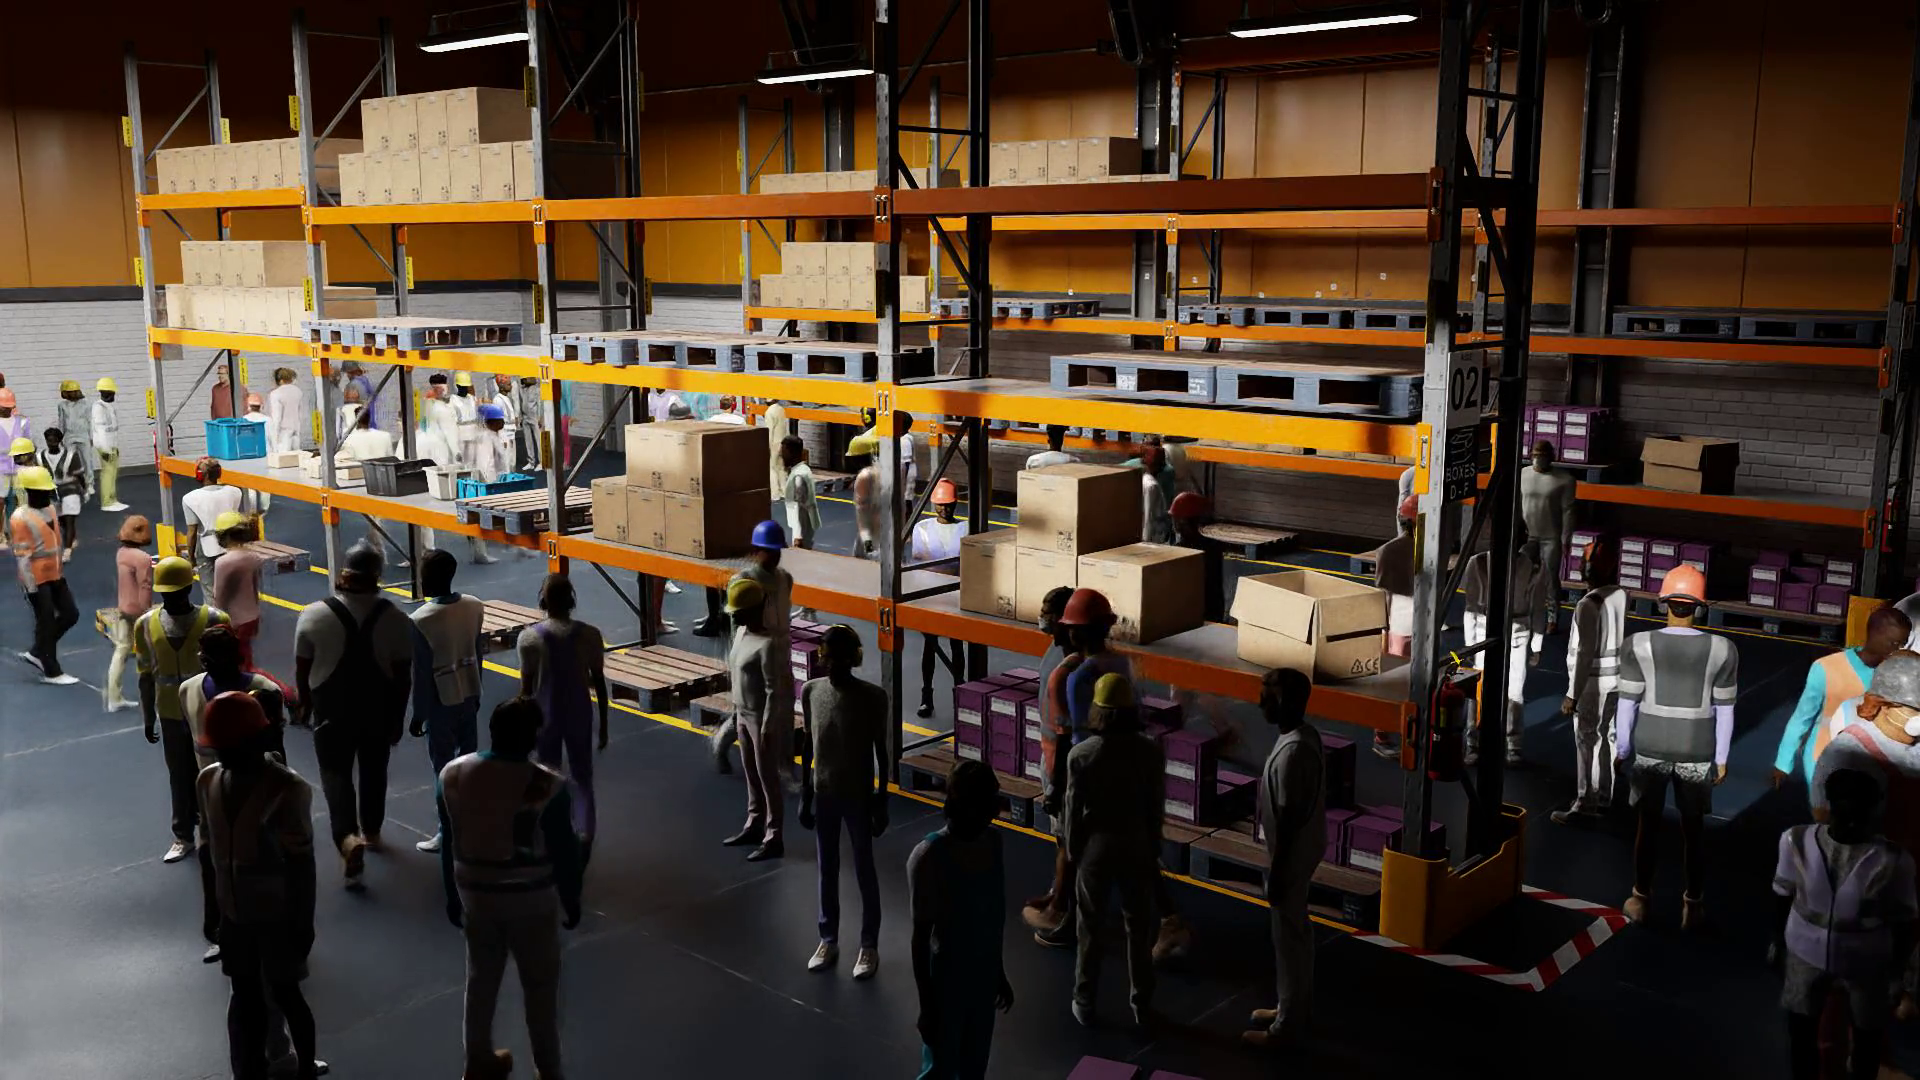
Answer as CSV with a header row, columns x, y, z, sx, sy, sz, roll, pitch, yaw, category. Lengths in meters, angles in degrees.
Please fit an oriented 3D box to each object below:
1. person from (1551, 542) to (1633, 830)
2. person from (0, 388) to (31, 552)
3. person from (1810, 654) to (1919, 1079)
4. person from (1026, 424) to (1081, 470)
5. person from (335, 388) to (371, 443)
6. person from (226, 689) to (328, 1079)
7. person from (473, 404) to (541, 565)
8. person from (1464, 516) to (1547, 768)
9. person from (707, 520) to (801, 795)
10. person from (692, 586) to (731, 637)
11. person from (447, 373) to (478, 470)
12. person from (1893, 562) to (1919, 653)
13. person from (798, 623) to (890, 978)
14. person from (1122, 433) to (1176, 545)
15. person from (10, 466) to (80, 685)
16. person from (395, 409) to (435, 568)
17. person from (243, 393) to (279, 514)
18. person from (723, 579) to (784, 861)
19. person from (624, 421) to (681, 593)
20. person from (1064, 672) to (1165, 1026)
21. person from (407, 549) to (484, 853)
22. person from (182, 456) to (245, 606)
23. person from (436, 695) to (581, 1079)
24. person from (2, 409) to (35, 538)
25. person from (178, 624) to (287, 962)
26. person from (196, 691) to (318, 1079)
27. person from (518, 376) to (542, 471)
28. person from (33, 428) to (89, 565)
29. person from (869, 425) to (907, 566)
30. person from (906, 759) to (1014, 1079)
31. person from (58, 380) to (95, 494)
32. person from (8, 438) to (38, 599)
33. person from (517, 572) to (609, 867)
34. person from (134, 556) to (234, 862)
x,y,z,sx,sy,sz,roll,pitch,yaw,category
4.115,0.942,10.813,0.573,1.883,0.354,-9,14,-43,person
-11.810,-0.876,20.663,0.391,2.034,0.605,8,13,39,person
4.063,1.488,7.277,0.688,2.000,0.536,-5,11,-27,person
0.990,-0.281,17.531,0.598,1.958,0.370,1,10,7,person
-9.297,-1.528,25.540,0.526,1.606,0.805,-3,11,-17,person
-3.092,1.564,7.367,0.331,1.861,0.511,2,10,9,person
-5.398,-0.646,19.674,0.888,1.914,0.645,0,10,2,person
3.941,0.728,12.064,0.568,1.877,0.351,2,10,9,person
-1.419,0.796,11.541,0.778,1.923,0.609,9,13,42,person
-2.404,-0.024,16.177,0.393,1.923,0.551,5,11,26,person
-7.336,-1.520,24.623,0.380,1.919,0.594,6,11,29,person
6.543,0.930,11.255,0.560,1.748,0.330,-4,11,-24,person
-0.606,1.339,8.635,0.512,1.862,0.329,4,11,20,person
1.867,-0.141,16.881,0.648,1.914,0.484,-2,10,-13,person
-7.866,0.311,14.275,0.421,1.914,0.610,0,10,1,person
-6.376,-0.584,19.371,0.403,1.906,0.651,-8,13,-39,person
-9.830,-1.189,23.271,0.580,1.732,0.627,-4,11,-20,person
-1.285,1.099,10.281,0.331,1.760,0.522,-6,12,-31,person
-3.291,-0.339,17.987,0.410,1.909,0.642,10,14,44,person
0.744,1.498,8.096,0.493,1.735,0.348,-1,10,-4,person
-3.189,1.000,10.377,0.392,1.922,0.593,4,11,23,person
-6.902,0.139,15.444,0.389,1.850,0.566,7,12,35,person
-1.979,1.584,7.338,0.637,1.831,0.434,3,10,15,person
-12.247,-0.866,21.489,0.737,1.716,0.578,7,12,35,person
-3.802,1.327,8.781,0.561,1.836,0.395,1,10,7,person
-3.017,1.574,7.119,0.553,1.928,0.396,3,10,17,person
-7.260,-2.035,28.081,0.491,1.731,0.324,5,11,24,person
-10.812,-0.560,20.008,0.561,1.636,0.947,-1,10,-5,person
-0.778,-0.285,17.667,0.406,1.918,0.582,-6,12,-32,person
0.014,1.736,6.449,0.344,1.839,0.504,8,13,39,person
-13.460,-1.560,25.355,0.487,1.744,0.294,-4,11,-20,person
-9.888,-0.215,17.717,0.524,1.761,0.339,9,13,41,person
-2.376,1.116,10.003,0.519,1.827,0.565,-3,10,-16,person
-4.724,1.038,10.187,0.581,1.919,0.395,-1,10,-7,person
